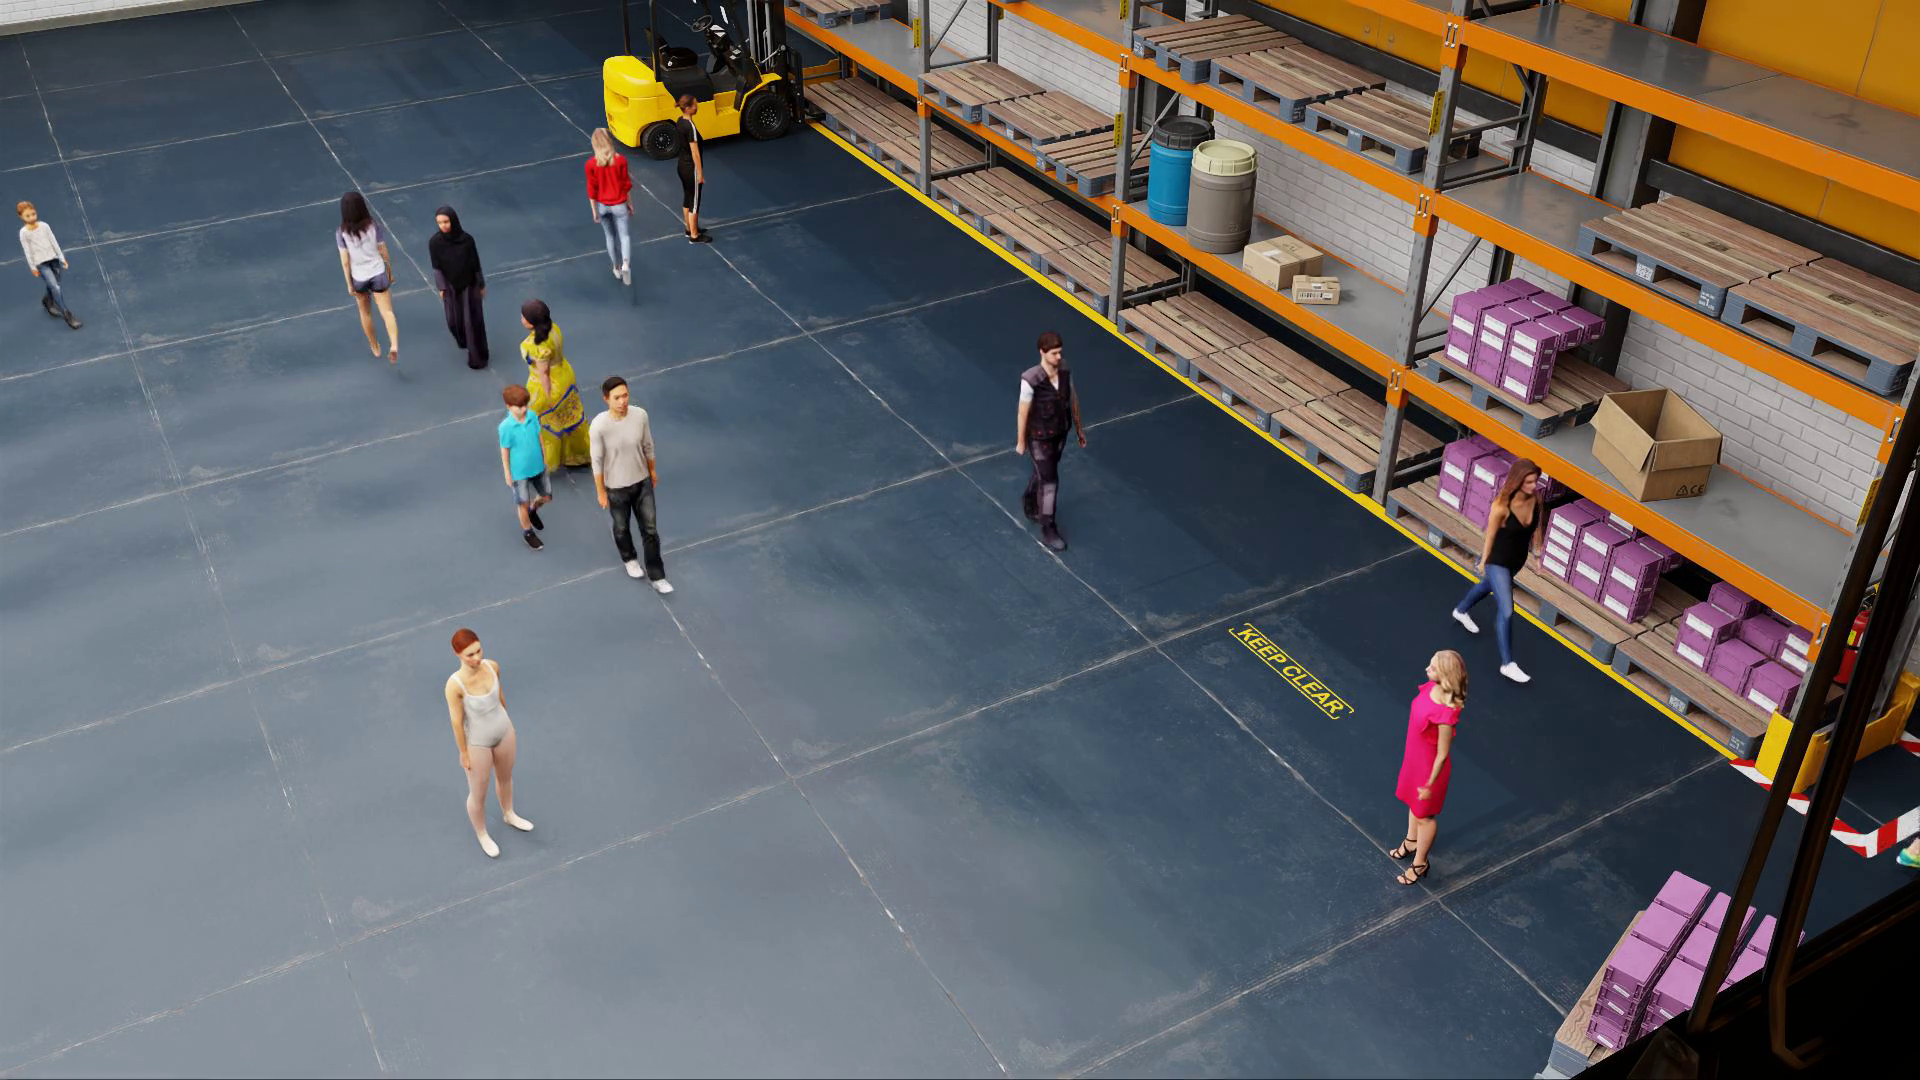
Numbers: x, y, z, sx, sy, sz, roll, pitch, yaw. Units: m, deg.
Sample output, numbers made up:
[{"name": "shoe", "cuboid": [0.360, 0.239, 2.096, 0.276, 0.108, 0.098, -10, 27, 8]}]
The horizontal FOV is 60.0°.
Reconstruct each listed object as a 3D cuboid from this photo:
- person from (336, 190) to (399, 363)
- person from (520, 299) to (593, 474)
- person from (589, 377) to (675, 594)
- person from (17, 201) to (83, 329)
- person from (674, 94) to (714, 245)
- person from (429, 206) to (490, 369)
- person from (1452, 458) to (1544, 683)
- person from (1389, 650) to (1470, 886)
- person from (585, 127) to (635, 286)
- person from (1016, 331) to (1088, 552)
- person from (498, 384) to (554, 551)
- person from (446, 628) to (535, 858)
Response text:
[{"name": "person", "cuboid": [-5.608, -2.449, 15.826, 0.649, 1.709, 0.970, -17, 37, -24]}, {"name": "person", "cuboid": [-3.392, -1.292, 14.149, 1.092, 1.640, 1.029, 4, 34, 6]}, {"name": "person", "cuboid": [-2.604, -0.488, 12.801, 0.667, 1.792, 0.912, -17, 37, -24]}, {"name": "person", "cuboid": [-9.202, -2.788, 16.709, 0.944, 1.296, 0.743, 18, 38, 25]}, {"name": "person", "cuboid": [-2.984, -4.105, 18.354, 0.647, 1.668, 0.467, -16, 37, -22]}, {"name": "person", "cuboid": [-4.779, -2.466, 15.952, 0.770, 1.599, 0.939, -7, 34, -11]}, {"name": "person", "cuboid": [3.884, 0.110, 12.010, 0.580, 1.672, 1.111, -18, 38, -25]}, {"name": "person", "cuboid": [2.843, 1.360, 10.079, 0.724, 1.728, 0.631, 1, 34, 1]}, {"name": "person", "cuboid": [-3.607, -3.438, 17.331, 0.787, 1.691, 1.024, -9, 35, -13]}, {"name": "person", "cuboid": [0.630, -0.886, 13.372, 0.798, 1.825, 0.980, -29, 43, -36]}, {"name": "person", "cuboid": [-3.514, -0.623, 13.325, 0.615, 1.438, 0.686, -28, 42, -35]}, {"name": "person", "cuboid": [-2.957, 1.227, 10.355, 0.598, 1.643, 0.616, 22, 39, 29]}]
